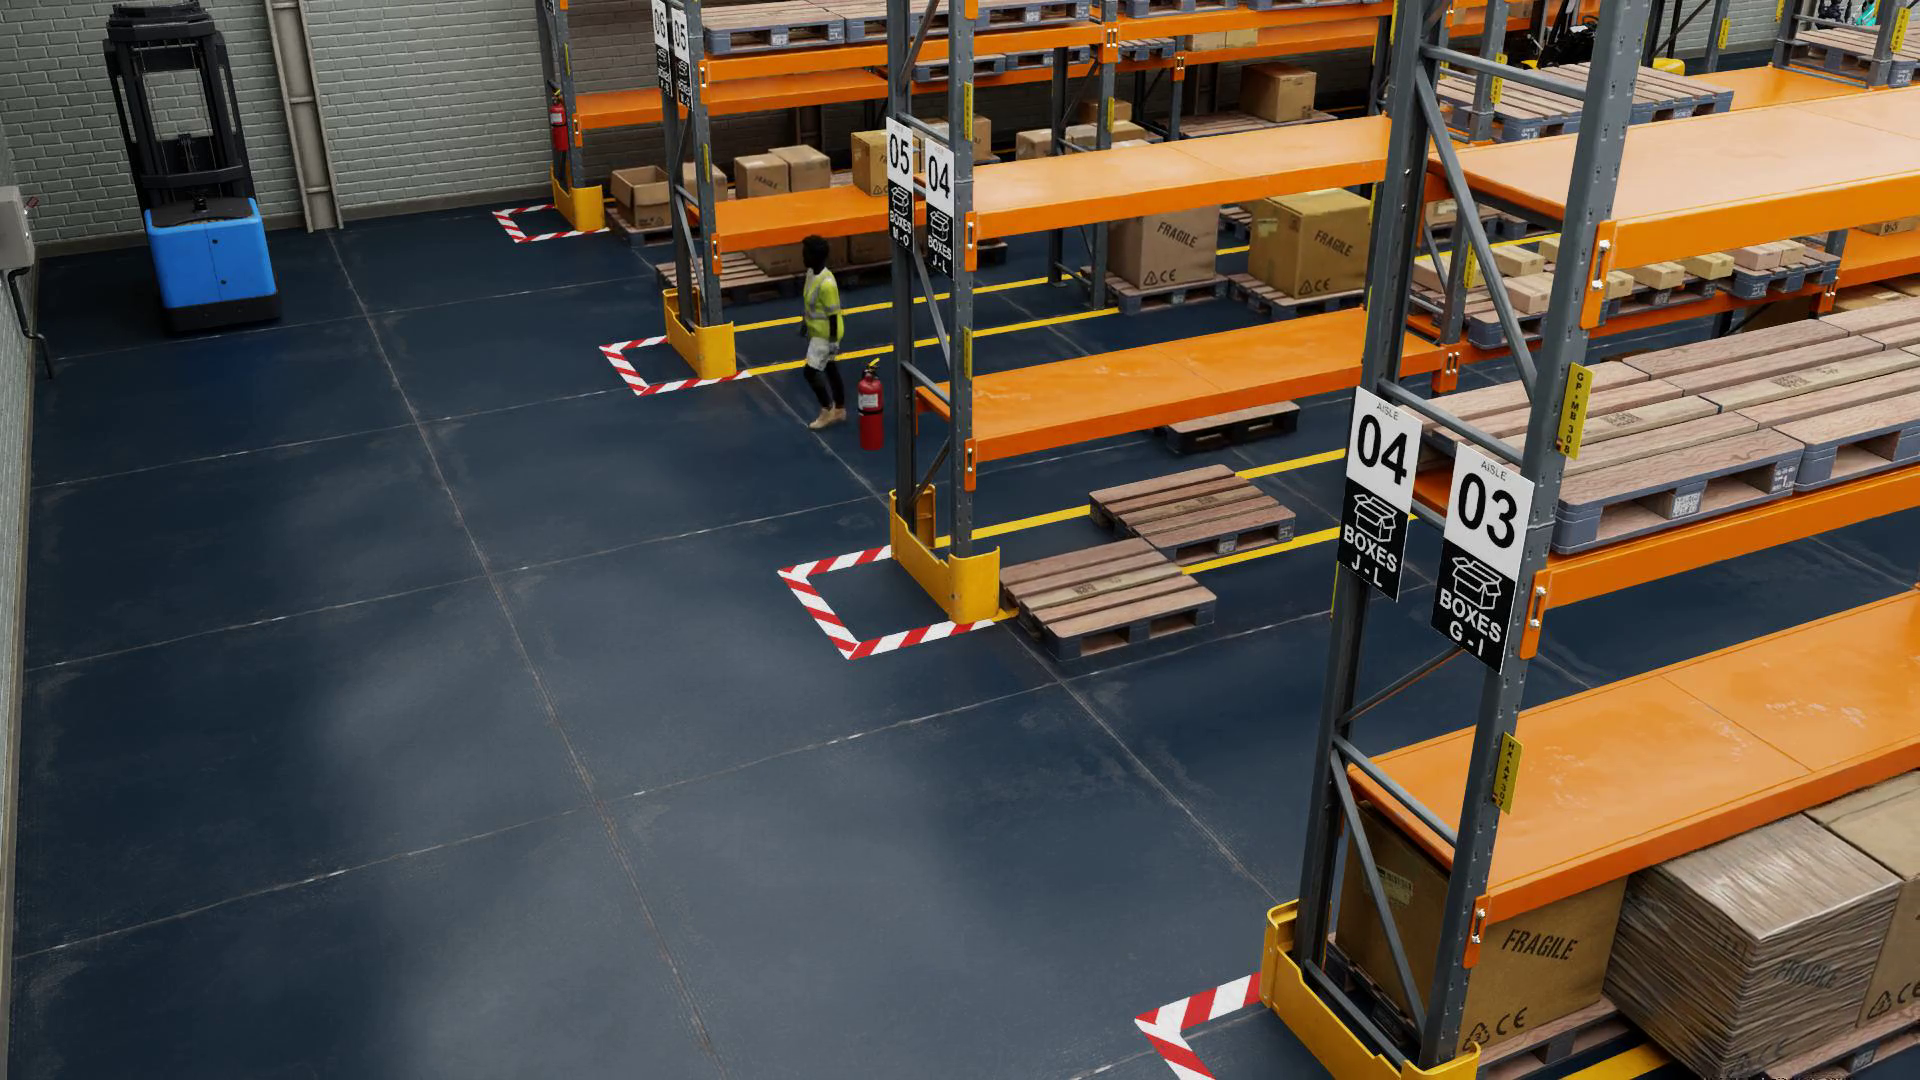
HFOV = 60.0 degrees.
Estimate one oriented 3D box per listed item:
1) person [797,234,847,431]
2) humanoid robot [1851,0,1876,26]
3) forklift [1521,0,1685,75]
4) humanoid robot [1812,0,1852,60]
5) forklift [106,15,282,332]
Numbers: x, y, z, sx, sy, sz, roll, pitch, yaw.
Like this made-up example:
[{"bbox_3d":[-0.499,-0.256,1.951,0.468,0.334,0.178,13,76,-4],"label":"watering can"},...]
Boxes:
[{"bbox_3d":[-1.172,-1.717,13.859,0.505,1.682,0.541,-7,28,-12],"label":"person"},{"bbox_3d":[14.727,-8.647,26.923,0.735,1.677,0.533,-12,30,-22],"label":"humanoid robot"},{"bbox_3d":[8.950,-6.807,23.056,1.214,2.155,2.313,-12,30,-22],"label":"forklift"},{"bbox_3d":[13.865,-8.303,26.458,0.315,1.657,0.599,-12,30,-22],"label":"humanoid robot"},{"bbox_3d":[-7.548,-3.672,16.323,1.129,2.768,1.873,-12,30,-22],"label":"forklift"}]
